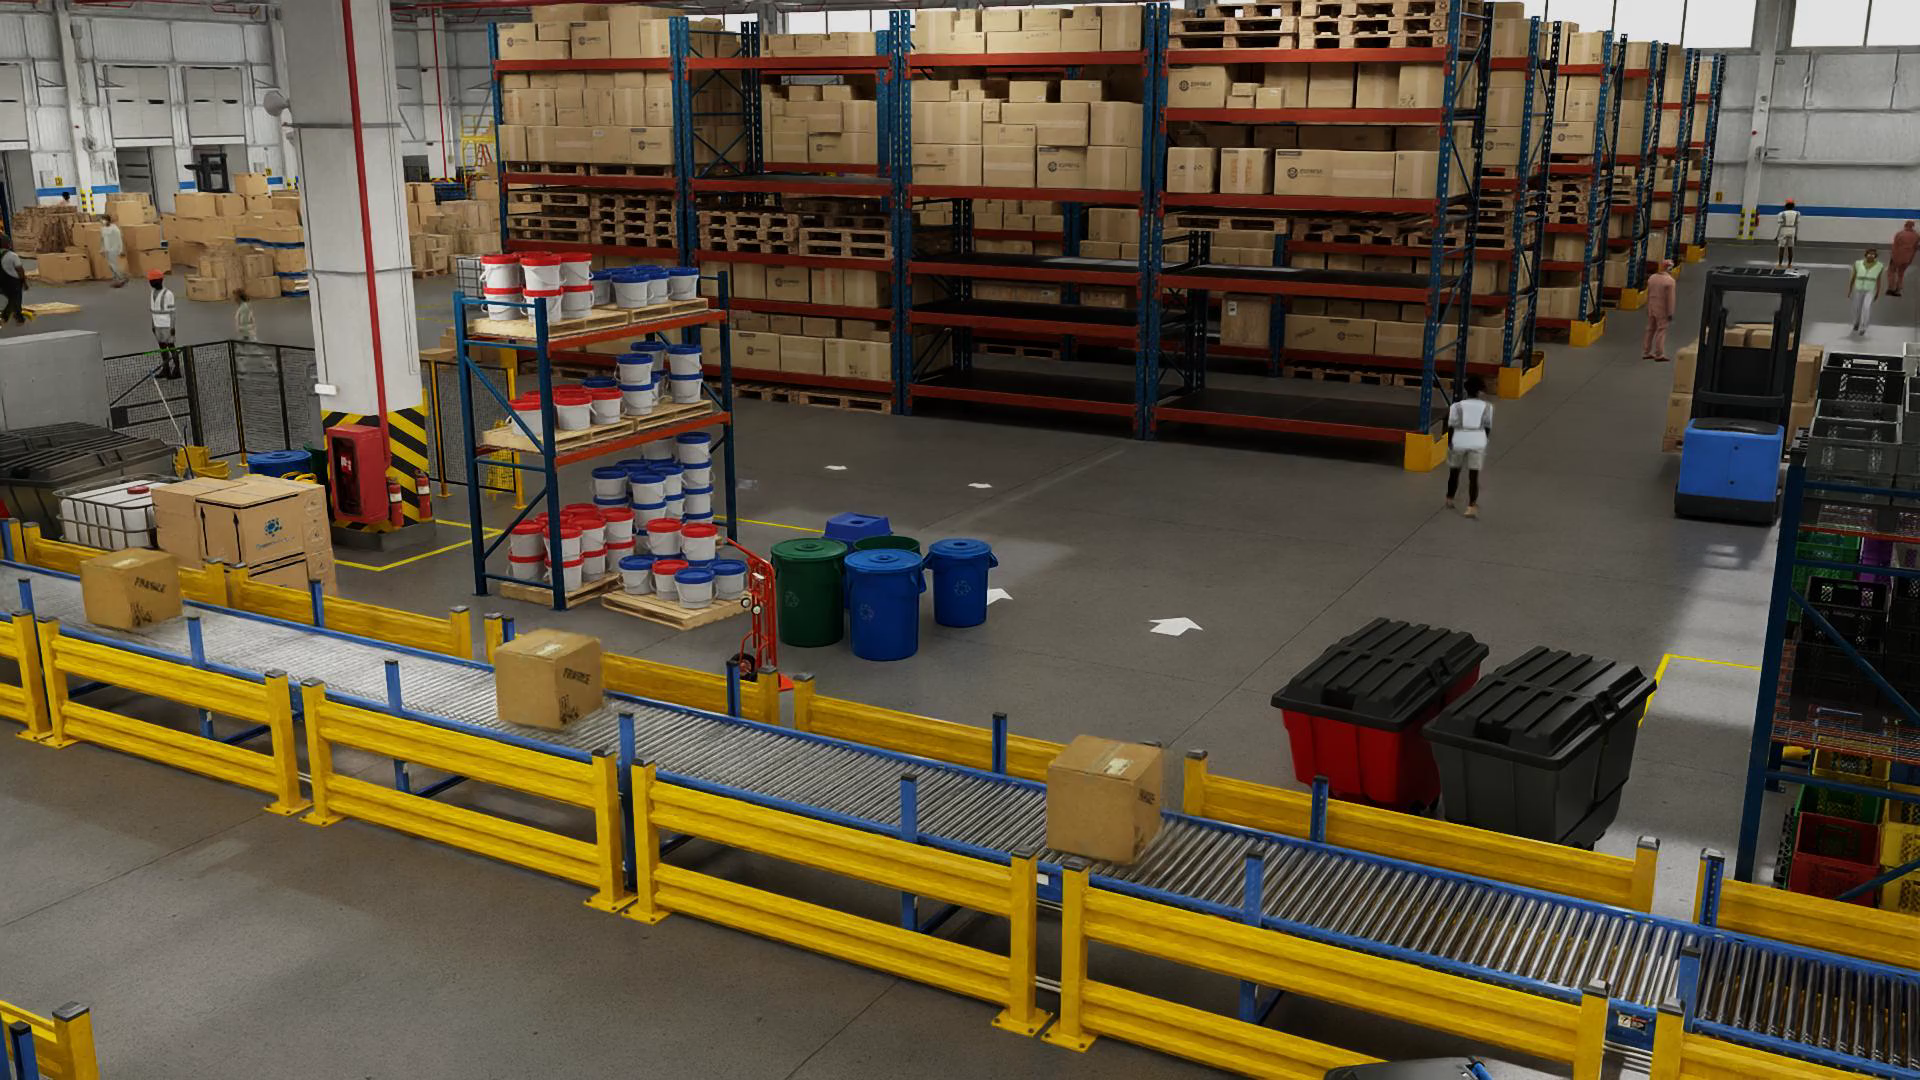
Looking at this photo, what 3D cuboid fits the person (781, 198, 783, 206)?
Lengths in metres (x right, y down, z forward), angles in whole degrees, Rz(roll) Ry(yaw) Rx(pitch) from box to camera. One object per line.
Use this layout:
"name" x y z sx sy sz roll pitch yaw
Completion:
"person" -5.884 -10.486 54.905 0.526 1.629 0.495 4 15 15

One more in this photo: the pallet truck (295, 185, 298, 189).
"pallet truck" -26.804 -14.617 69.738 1.885 1.965 0.823 -14 20 -42

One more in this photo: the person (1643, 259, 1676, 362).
"person" 13.129 -4.296 31.139 0.399 1.900 0.647 -6 16 -21

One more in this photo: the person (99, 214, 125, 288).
"person" -21.957 -7.464 42.995 0.632 1.918 0.446 9 18 31

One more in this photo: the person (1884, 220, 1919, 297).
"person" 23.411 -7.004 41.359 0.679 1.873 0.532 0 15 0

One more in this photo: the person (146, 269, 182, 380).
"person" -13.958 -3.772 29.088 0.552 1.935 0.373 8 17 27

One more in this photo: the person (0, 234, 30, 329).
"person" -20.322 -5.520 35.459 0.688 2.000 0.869 6 16 22

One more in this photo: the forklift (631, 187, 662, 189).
"forklift" -9.051 -9.350 48.249 1.129 2.768 1.873 -6 16 -21

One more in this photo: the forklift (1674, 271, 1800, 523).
"forklift" 9.269 -1.763 19.726 1.129 2.768 1.873 8 17 27

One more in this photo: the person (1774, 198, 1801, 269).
"person" 23.610 -8.720 47.504 0.605 2.033 0.391 1 15 5

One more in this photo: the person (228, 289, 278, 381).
"person" -12.389 -3.593 29.052 0.823 1.605 0.523 -9 17 -30

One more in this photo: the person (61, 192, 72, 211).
"person" -31.169 -11.306 57.946 0.846 1.665 0.539 -3 15 -10

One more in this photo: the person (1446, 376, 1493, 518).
"person" 6.004 -1.104 19.625 0.530 1.652 0.837 2 15 8

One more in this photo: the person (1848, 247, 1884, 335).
"person" 18.923 -5.220 34.765 0.579 1.819 0.790 10 18 33

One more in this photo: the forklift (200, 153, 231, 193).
"forklift" -27.436 -12.866 61.465 1.873 2.768 1.129 8 17 28
